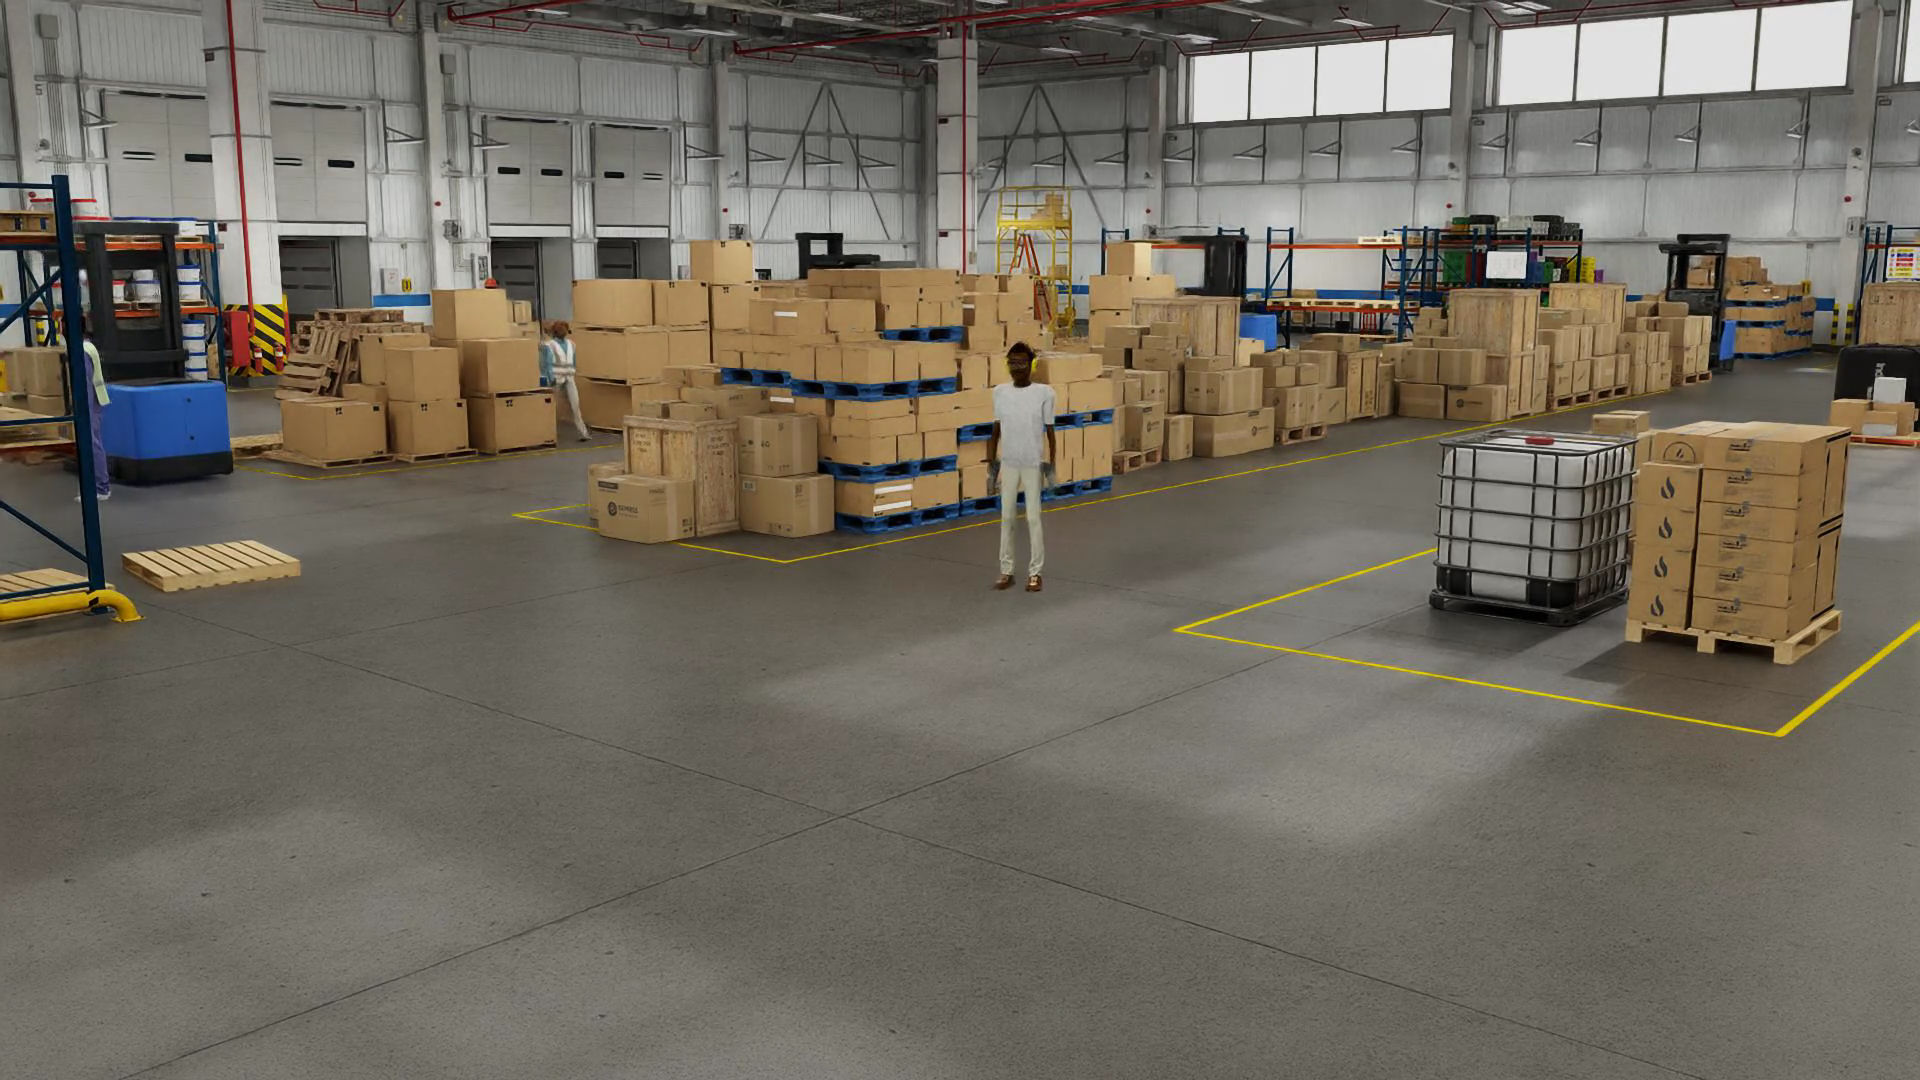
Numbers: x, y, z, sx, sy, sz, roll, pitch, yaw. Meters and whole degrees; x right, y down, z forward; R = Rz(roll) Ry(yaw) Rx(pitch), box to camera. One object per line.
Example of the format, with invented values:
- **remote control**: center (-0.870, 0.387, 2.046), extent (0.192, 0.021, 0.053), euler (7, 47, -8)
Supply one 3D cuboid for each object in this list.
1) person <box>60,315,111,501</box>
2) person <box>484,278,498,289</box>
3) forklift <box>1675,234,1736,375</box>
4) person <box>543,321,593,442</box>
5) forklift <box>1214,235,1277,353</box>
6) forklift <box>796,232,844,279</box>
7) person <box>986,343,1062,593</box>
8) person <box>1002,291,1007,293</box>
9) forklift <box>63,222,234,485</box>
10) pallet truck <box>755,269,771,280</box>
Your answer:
- **person**: center (-8.840, -1.351, 16.860), extent (0.406, 1.910, 0.590), euler (-5, 11, -28)
- **person**: center (-9.532, -4.357, 33.870), extent (0.347, 1.943, 0.544), euler (3, 11, 19)
- **forklift**: center (14.882, -4.762, 33.505), extent (1.129, 2.768, 1.873), euler (8, 13, 40)
- **person**: center (-5.253, -2.091, 21.951), extent (0.835, 1.595, 0.524), euler (9, 14, 43)
- **forklift**: center (5.998, -5.336, 36.775), extent (1.873, 2.768, 1.129), euler (8, 13, 40)
- **forklift**: center (-2.569, -4.256, 30.626), extent (1.873, 2.768, 1.129), euler (8, 13, 40)
- **person**: center (0.474, -0.524, 12.336), extent (0.581, 1.855, 0.378), euler (3, 11, 19)
- **person**: center (0.596, -2.641, 24.148), extent (0.647, 1.927, 0.642), euler (-8, 13, -38)
- **forklift**: center (-9.039, -2.102, 18.357), extent (1.873, 2.768, 1.129), euler (8, 13, 40)
- **pallet truck**: center (-4.996, -6.432, 45.525), extent (1.885, 1.965, 0.823), euler (-6, 12, -32)
